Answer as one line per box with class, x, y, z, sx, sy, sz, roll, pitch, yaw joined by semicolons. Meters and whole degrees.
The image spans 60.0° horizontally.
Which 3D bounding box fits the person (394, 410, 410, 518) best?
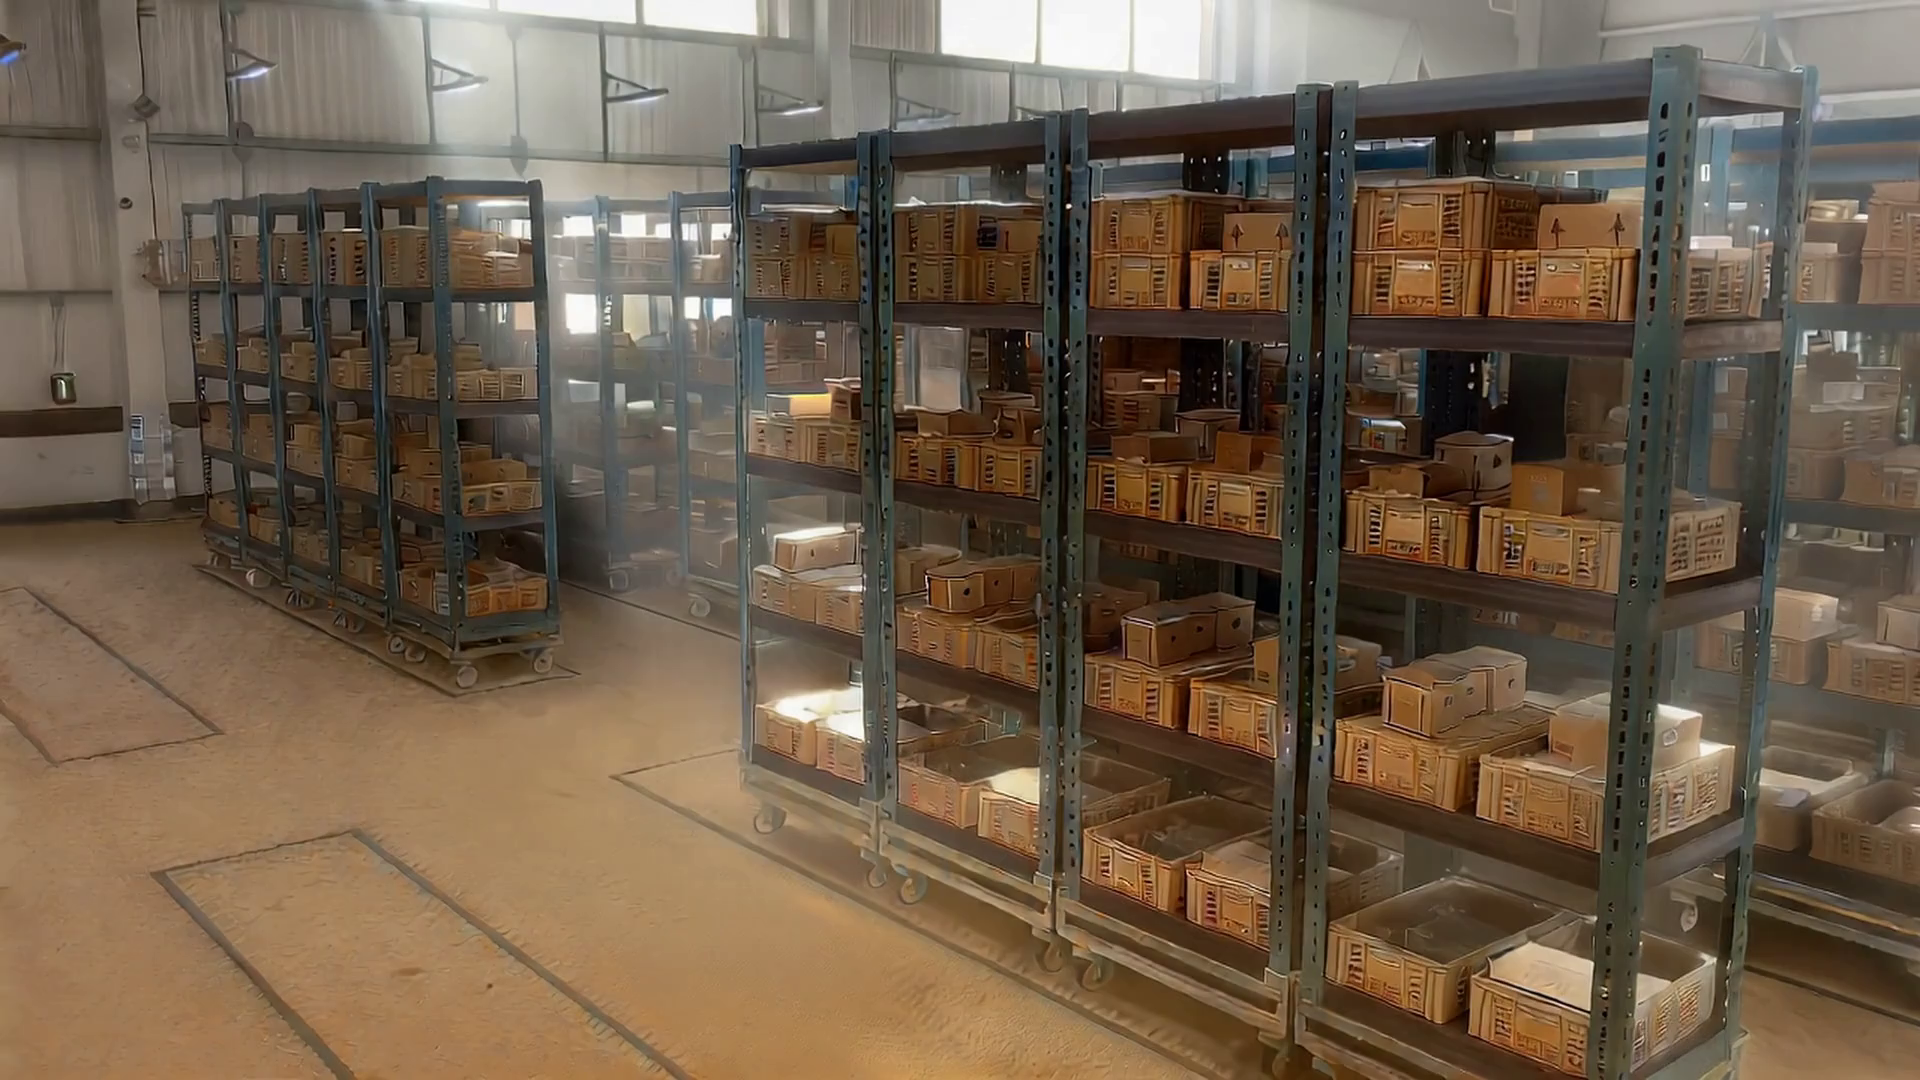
person;-6.665;-1.182;19.813;0.389;1.847;0.566;-2;10;-14
